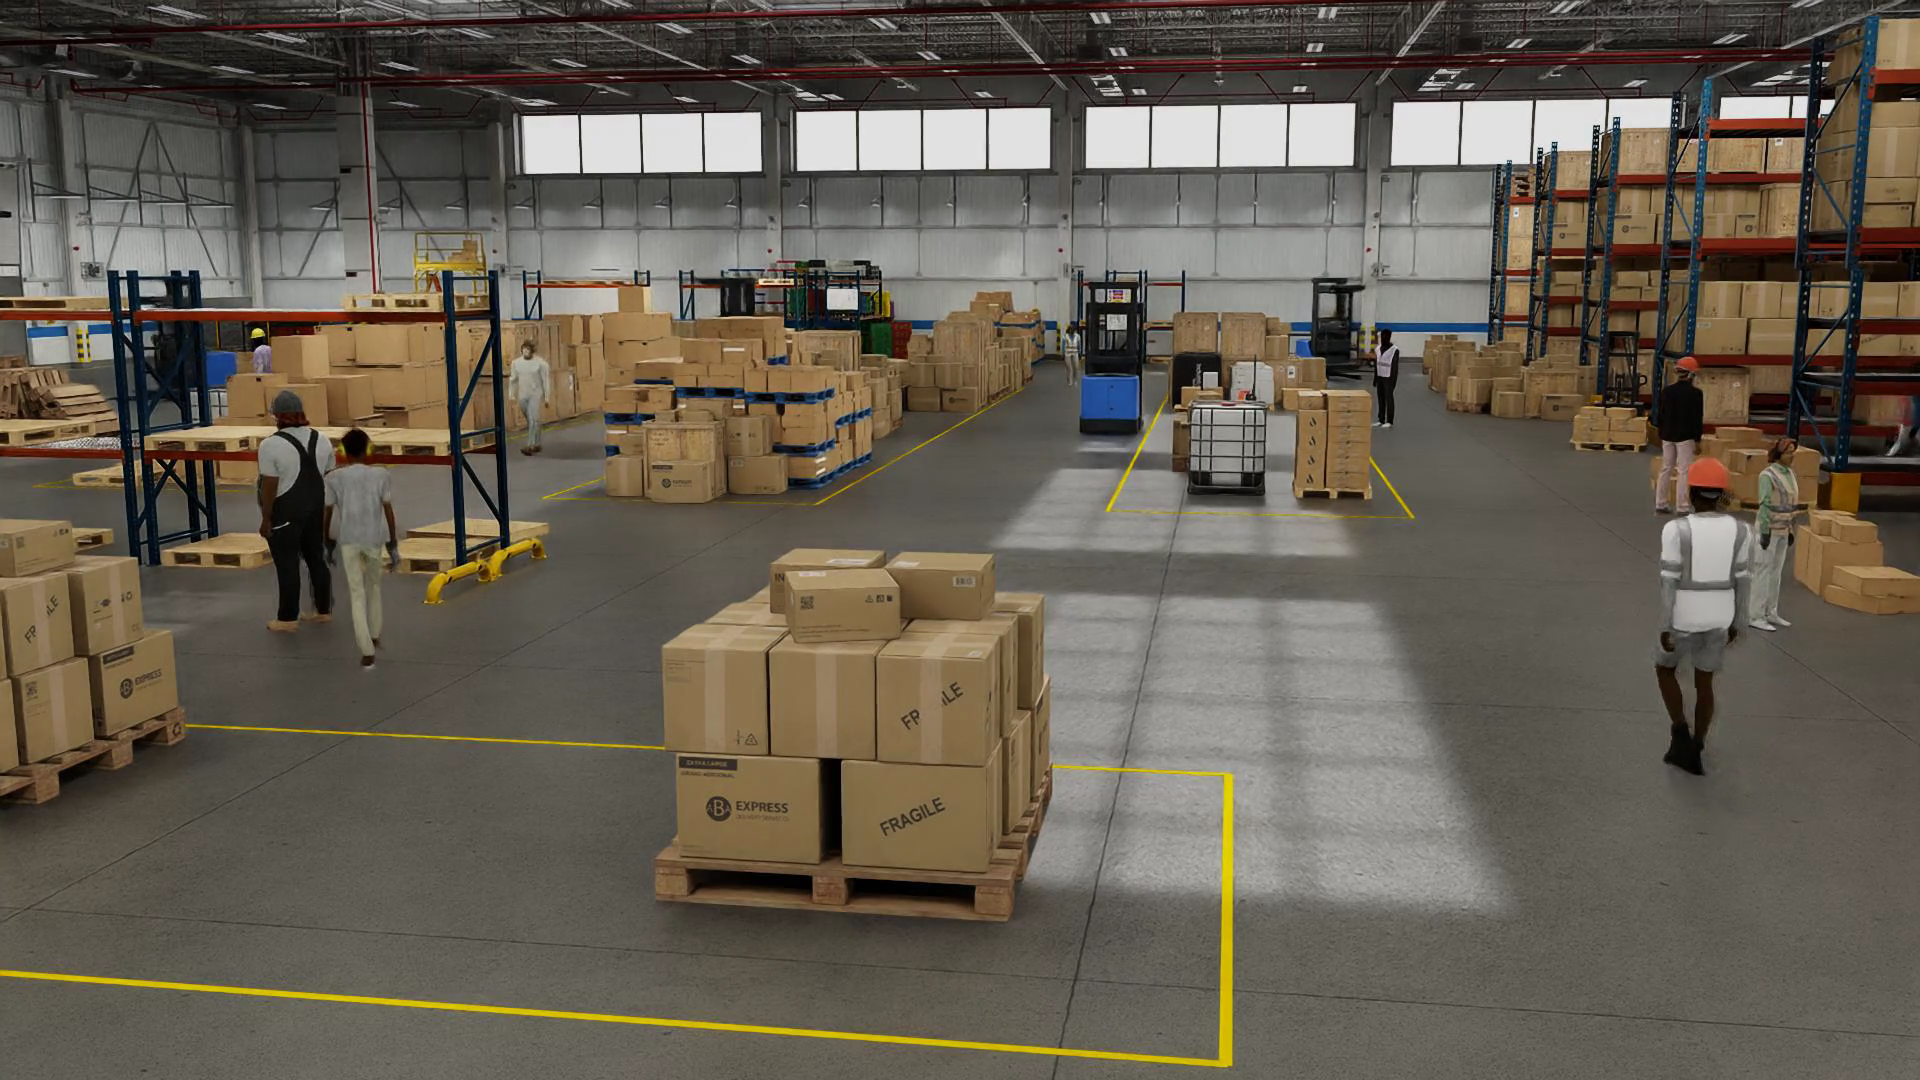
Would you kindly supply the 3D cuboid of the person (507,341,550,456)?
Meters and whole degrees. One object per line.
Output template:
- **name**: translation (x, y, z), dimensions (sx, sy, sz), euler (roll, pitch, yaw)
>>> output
- **person**: translation (-7.093, -2.334, 27.404), dimensions (0.637, 1.889, 1.036), euler (2, 9, 12)

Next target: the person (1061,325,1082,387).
- **person**: translation (2.915, -4.785, 43.307), dimensions (0.548, 1.603, 0.773), euler (-1, 9, -3)

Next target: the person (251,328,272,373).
- **person**: translation (-13.401, -3.100, 31.973), dimensions (0.381, 1.923, 0.591), euler (0, 9, -2)

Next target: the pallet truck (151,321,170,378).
- **pallet truck**: translation (-21.869, -5.598, 47.154), dimensions (0.823, 1.965, 1.885), euler (4, 10, 26)

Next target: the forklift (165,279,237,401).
- **forklift**: translation (-18.185, -4.743, 39.164), dimensions (1.129, 2.768, 1.873), euler (5, 11, 30)

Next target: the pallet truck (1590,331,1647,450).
- **pallet truck**: translation (11.253, -2.573, 28.499), dimensions (0.823, 1.965, 1.885), euler (5, 10, 27)

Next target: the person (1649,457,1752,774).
- **person**: translation (4.450, 0.456, 10.042), dimensions (0.555, 1.918, 0.407), euler (0, 9, 1)

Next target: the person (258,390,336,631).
- **person**: translation (-5.652, -0.257, 14.083), dimensions (0.535, 2.000, 0.707), euler (6, 11, 31)

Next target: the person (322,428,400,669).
- **person**: translation (-4.663, 0.041, 12.916), dimensions (0.551, 1.817, 0.961), euler (-4, 10, -23)

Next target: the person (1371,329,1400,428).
- **person**: translation (8.245, -3.123, 32.168), dimensions (0.397, 1.911, 0.587), euler (-5, 11, -29)

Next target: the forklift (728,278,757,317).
- **forklift**: translation (-5.825, -5.661, 44.830), dimensions (1.873, 2.768, 1.129), euler (4, 10, 24)

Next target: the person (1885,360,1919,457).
- **person**: translation (13.477, -1.665, 23.526), dimensions (0.949, 1.802, 0.624), euler (1, 9, 9)

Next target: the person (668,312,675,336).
- **person**: translation (-7.771, -5.155, 44.701), dimensions (0.796, 1.903, 0.571), euler (0, 9, -3)

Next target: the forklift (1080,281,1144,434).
- **forklift**: translation (2.858, -3.446, 31.164), dimensions (1.129, 2.768, 1.873), euler (1, 9, 9)

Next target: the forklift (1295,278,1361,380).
- **forklift**: translation (10.205, -5.884, 46.201), dimensions (1.129, 2.768, 1.873), euler (-3, 10, -16)

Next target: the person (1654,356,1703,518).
- **person**: translation (8.856, -1.256, 20.434), dimensions (0.403, 1.987, 0.615), euler (-5, 10, -26)

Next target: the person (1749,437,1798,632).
- **person**: translation (6.897, -0.057, 14.081), dimensions (0.516, 1.641, 0.308), euler (-8, 12, -40)
